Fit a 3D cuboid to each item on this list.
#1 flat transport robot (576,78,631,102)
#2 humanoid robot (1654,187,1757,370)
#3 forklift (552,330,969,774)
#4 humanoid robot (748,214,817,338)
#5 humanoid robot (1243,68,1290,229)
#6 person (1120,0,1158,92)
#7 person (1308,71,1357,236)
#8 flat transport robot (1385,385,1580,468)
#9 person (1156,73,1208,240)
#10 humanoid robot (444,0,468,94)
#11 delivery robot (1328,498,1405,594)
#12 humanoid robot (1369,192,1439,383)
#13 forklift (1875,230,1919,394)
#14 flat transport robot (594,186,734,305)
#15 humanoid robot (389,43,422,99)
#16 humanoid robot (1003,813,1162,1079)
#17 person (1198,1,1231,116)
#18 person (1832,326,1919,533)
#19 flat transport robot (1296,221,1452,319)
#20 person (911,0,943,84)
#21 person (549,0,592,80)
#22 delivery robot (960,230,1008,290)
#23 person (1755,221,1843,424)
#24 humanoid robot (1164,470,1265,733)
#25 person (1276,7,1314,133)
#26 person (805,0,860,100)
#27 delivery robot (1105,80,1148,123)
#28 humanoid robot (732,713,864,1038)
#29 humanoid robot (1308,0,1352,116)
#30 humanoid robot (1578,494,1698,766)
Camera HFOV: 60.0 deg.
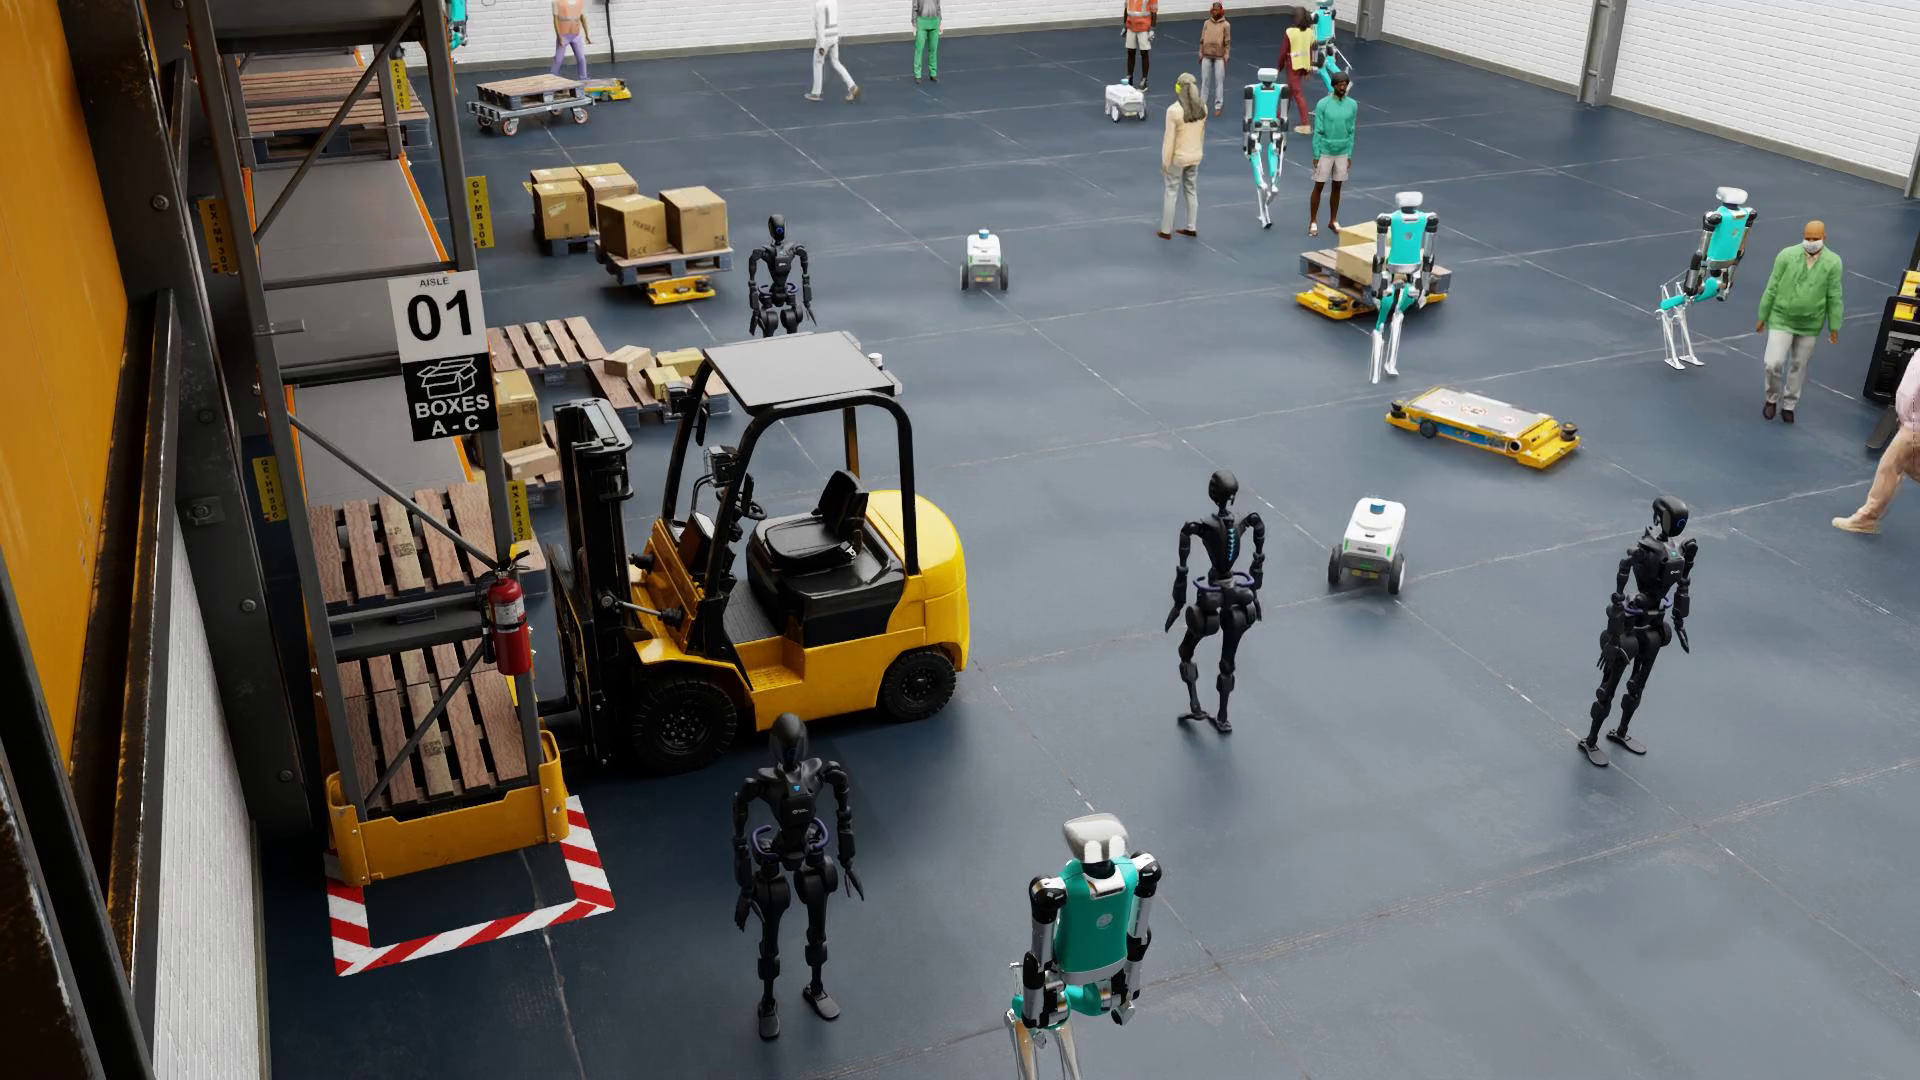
[{"bbox_3d":[-5.880,-6.977,25.864,1.431,0.231,0.659,-8,28,-15],"label":"flat transport robot"},{"bbox_3d":[6.616,-2.390,14.962,0.533,1.674,0.735,-10,28,-20],"label":"humanoid robot"},{"bbox_3d":[-1.094,0.010,9.831,2.313,2.155,1.214,-10,28,-20],"label":"forklift"},{"bbox_3d":[-1.548,-2.012,14.405,0.599,1.657,0.315,-10,28,-20],"label":"humanoid robot"},{"bbox_3d":[3.554,-4.492,19.371,0.549,1.840,0.859,2,27,5],"label":"humanoid robot"},{"bbox_3d":[2.808,-8.059,26.136,0.601,1.961,0.371,20,33,35],"label":"person"},{"bbox_3d":[4.255,-4.424,19.029,0.493,1.850,0.396,-4,27,-8],"label":"person"},{"bbox_3d":[4.359,-0.963,13.904,1.431,0.231,0.659,23,35,38],"label":"flat transport robot"},{"bbox_3d":[2.526,-4.329,18.826,0.565,1.869,0.441,-12,29,-23],"label":"person"},{"bbox_3d":[-8.101,-7.897,26.089,0.844,1.802,0.541,10,28,19],"label":"humanoid robot"},{"bbox_3d":[2.889,0.017,11.648,0.499,0.607,0.790,10,28,19],"label":"delivery robot"},{"bbox_3d":[3.897,-2.279,14.906,0.547,1.813,0.708,1,27,2],"label":"humanoid robot"},{"bbox_3d":[9.029,-2.397,14.618,1.214,2.155,2.313,18,32,32],"label":"forklift"},{"bbox_3d":[-3.124,-2.803,17.563,0.659,0.231,1.431,-13,29,-23],"label":"flat transport robot"},{"bbox_3d":[-8.733,-7.561,25.498,0.722,1.628,0.601,-6,27,-12],"label":"humanoid robot"},{"bbox_3d":[0.419,1.723,6.777,0.533,1.677,0.735,-10,28,-20],"label":"humanoid robot"},{"bbox_3d":[3.768,-7.130,24.626,0.460,1.651,0.331,12,29,22],"label":"person"},{"bbox_3d":[6.977,-0.832,11.989,0.828,1.759,0.539,9,28,17],"label":"person"},{"bbox_3d":[4.216,-2.534,17.027,1.431,0.231,0.659,-13,29,-23],"label":"flat transport robot"},{"bbox_3d":[-0.529,-8.292,26.735,0.524,1.837,0.325,-10,29,-20],"label":"person"},{"bbox_3d":[-6.121,-7.827,25.838,0.795,1.814,0.530,-23,35,-38],"label":"person"},{"bbox_3d":[0.251,-2.975,17.576,0.499,0.586,0.783,0,27,-1],"label":"delivery robot"},{"bbox_3d":[7.027,-1.812,13.923,0.652,1.759,0.463,10,28,18],"label":"person"},{"bbox_3d":[1.501,0.355,9.710,0.603,1.645,0.335,-7,28,-13],"label":"humanoid robot"},{"bbox_3d":[4.770,-6.725,23.754,0.461,1.714,0.951,-18,32,-32],"label":"person"},{"bbox_3d":[-1.978,-7.640,25.426,0.880,1.856,0.583,14,30,26],"label":"person"},{"bbox_3d":[2.436,-6.498,24.577,0.499,0.579,0.753,-8,28,-16],"label":"delivery robot"},{"bbox_3d":[-0.733,1.488,7.449,0.599,1.654,0.315,-10,28,-20],"label":"humanoid robot"},{"bbox_3d":[5.504,-6.967,24.251,0.550,1.754,0.934,-23,35,-38],"label":"humanoid robot"},{"bbox_3d":[3.868,0.498,9.413,0.599,1.657,0.315,-10,28,-20],"label":"humanoid robot"}]
